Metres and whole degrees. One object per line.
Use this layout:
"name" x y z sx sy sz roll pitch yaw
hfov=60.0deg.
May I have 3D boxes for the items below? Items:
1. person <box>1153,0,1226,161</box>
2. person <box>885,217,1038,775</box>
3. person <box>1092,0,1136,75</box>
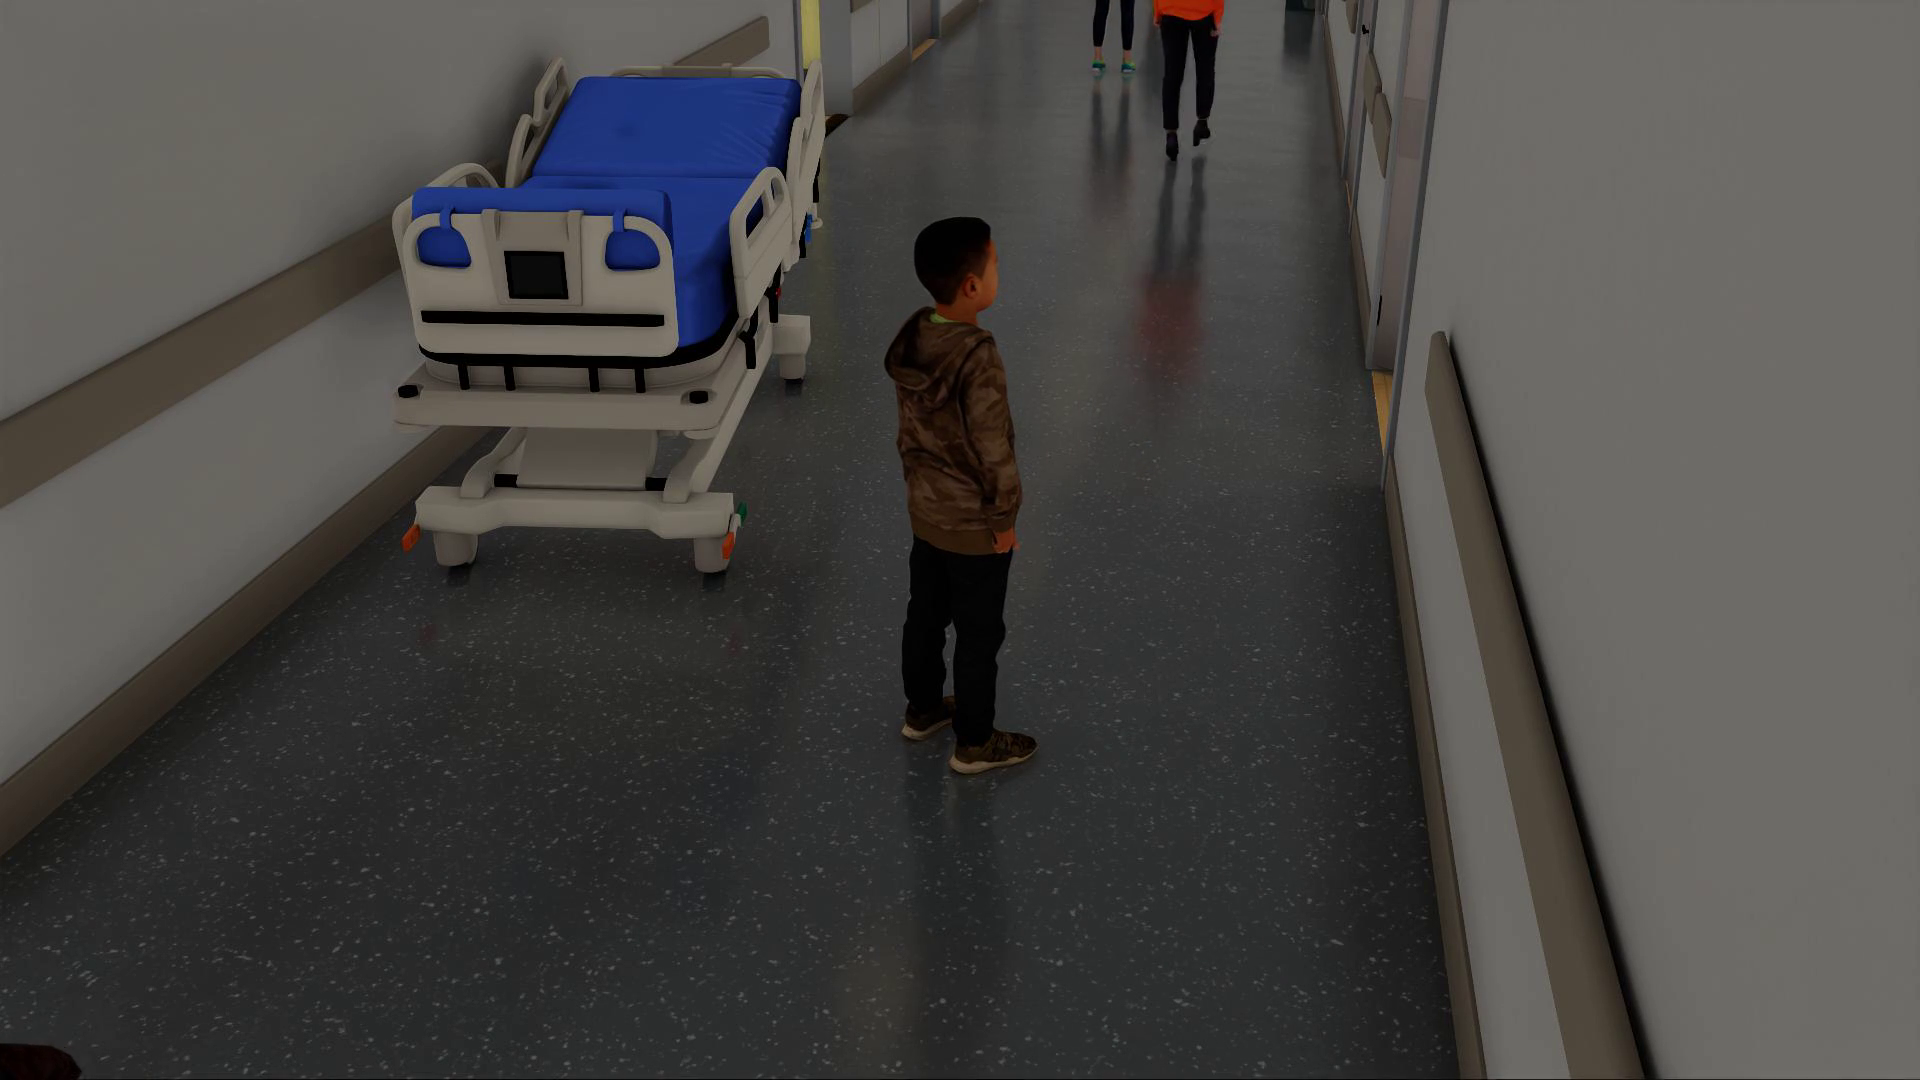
"person" 1.427 -3.260 10.475 0.848 1.726 0.730 7 27 14
"person" -0.010 -0.101 4.235 0.743 1.455 0.677 -19 32 -34
"person" 1.260 -4.653 13.393 0.495 1.700 0.669 7 27 14
